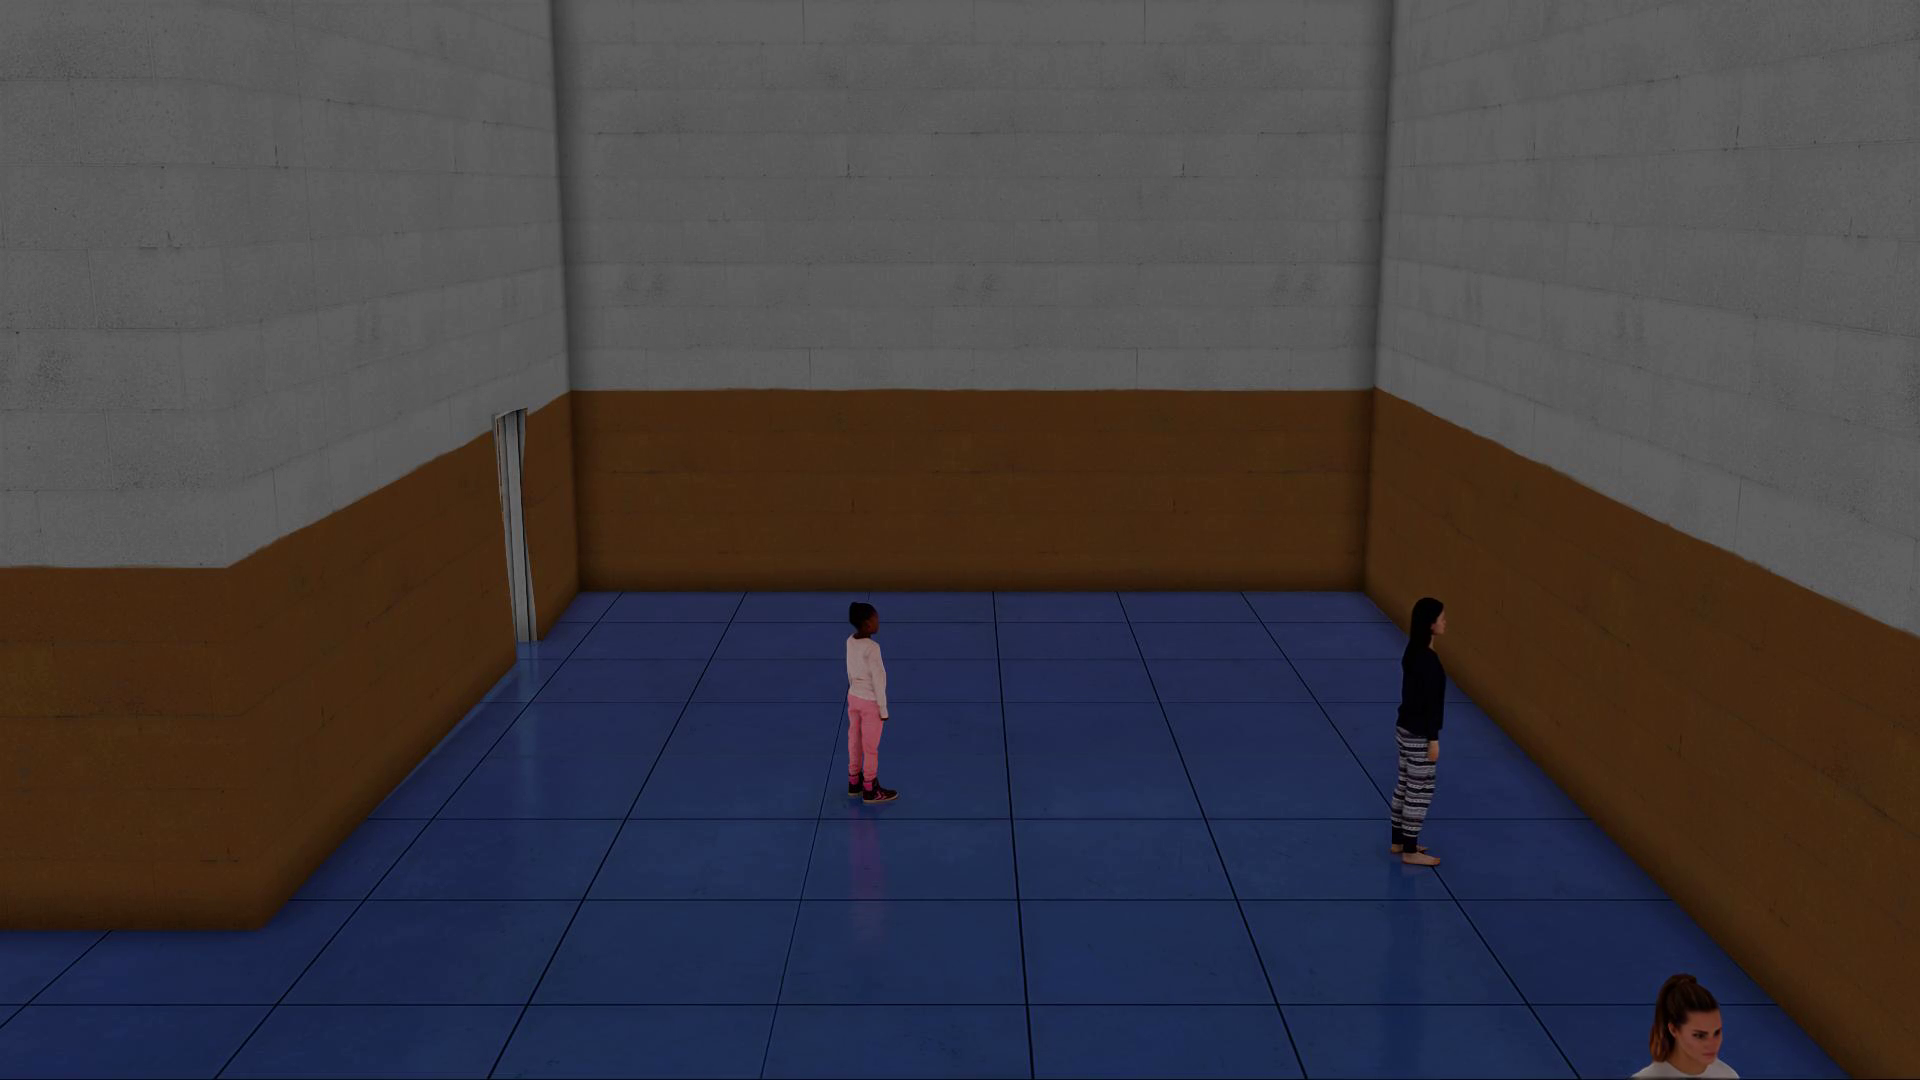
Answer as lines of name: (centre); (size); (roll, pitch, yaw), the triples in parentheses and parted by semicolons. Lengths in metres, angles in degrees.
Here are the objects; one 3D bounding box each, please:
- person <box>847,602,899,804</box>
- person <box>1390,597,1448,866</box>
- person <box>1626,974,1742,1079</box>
person: (-0.665, 1.125, 11.746); (0.666, 1.443, 0.625); (-9, 15, -36)
person: (2.937, 1.209, 10.646); (0.512, 1.732, 0.606); (-1, 12, -4)
person: (2.377, 2.282, 5.580); (0.548, 1.719, 0.718); (-3, 12, -15)
